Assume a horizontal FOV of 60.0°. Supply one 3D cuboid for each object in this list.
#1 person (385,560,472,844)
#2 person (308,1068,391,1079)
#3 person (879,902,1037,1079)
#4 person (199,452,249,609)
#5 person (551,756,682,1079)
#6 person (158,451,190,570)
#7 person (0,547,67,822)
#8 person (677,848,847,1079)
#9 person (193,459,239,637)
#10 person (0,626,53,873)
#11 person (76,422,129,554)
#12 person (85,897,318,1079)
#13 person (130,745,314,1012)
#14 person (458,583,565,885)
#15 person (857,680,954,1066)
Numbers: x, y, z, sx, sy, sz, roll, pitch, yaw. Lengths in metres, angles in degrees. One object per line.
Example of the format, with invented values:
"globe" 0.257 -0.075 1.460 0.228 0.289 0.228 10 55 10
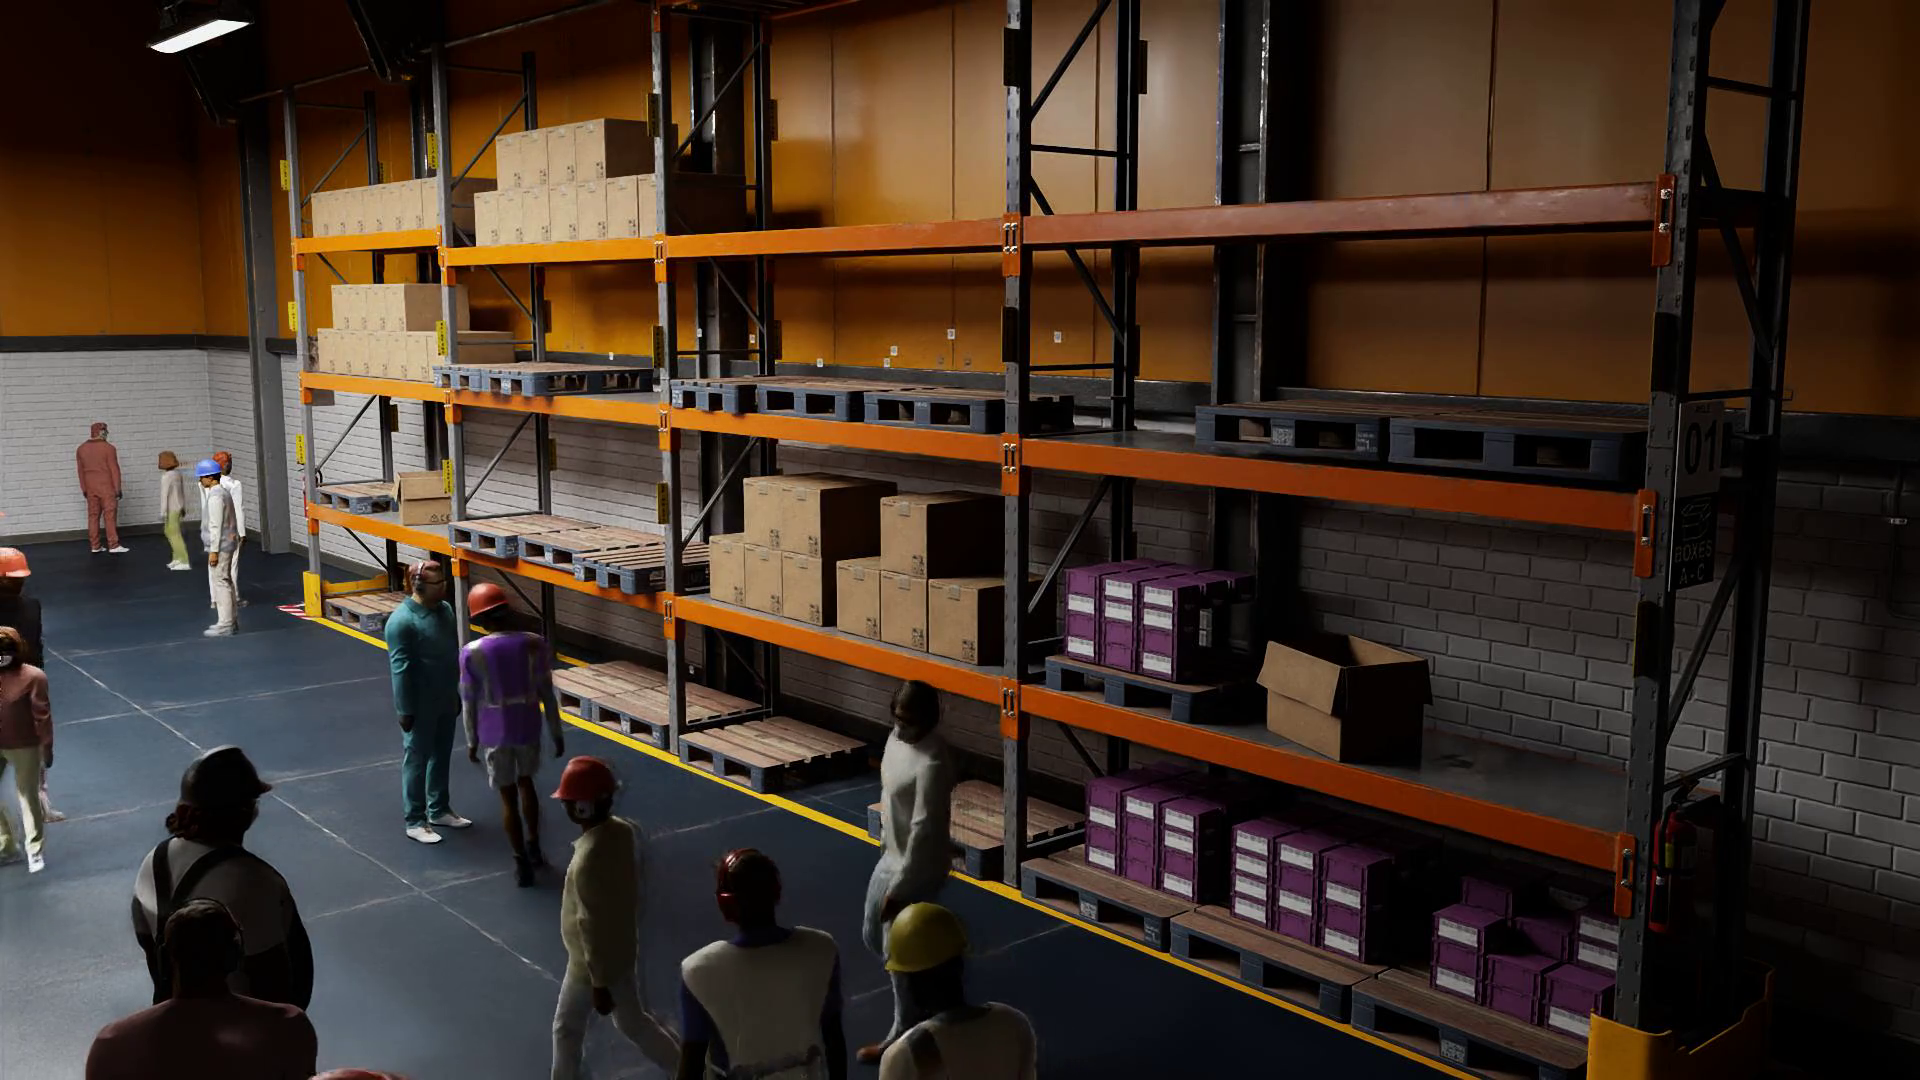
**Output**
"person" -3.579 1.082 11.310 0.402 1.904 0.663 2 9 17
"person" -1.147 2.127 3.662 0.658 2.015 0.652 -1 8 -4
"person" -0.021 2.020 5.000 0.600 1.834 1.012 -7 10 -38
"person" -8.713 -0.110 19.697 0.568 1.878 0.350 2 8 13
"person" -1.501 1.766 7.189 0.846 1.722 0.563 1 8 9
"person" -10.695 -0.394 22.521 0.516 1.619 0.523 0 8 -1
"person" -6.738 1.012 11.621 0.856 1.965 0.626 3 9 18
"person" -0.625 1.949 5.554 0.627 1.818 0.591 -5 9 -30
"person" -8.112 0.080 18.185 0.419 1.933 0.615 -3 9 -17
"person" -6.039 1.326 10.566 0.546 1.619 0.390 -1 8 -7
"person" -12.389 -0.747 24.036 0.640 1.901 0.401 2 8 13
"person" -2.173 1.990 4.882 0.629 1.936 0.373 -2 8 -14
"person" -2.670 1.752 6.171 0.675 2.000 0.537 5 9 30
"person" -2.853 1.202 10.525 0.619 1.885 0.703 -4 9 -27
"person" -0.265 1.576 7.888 0.435 1.902 0.673 -2 8 -15
